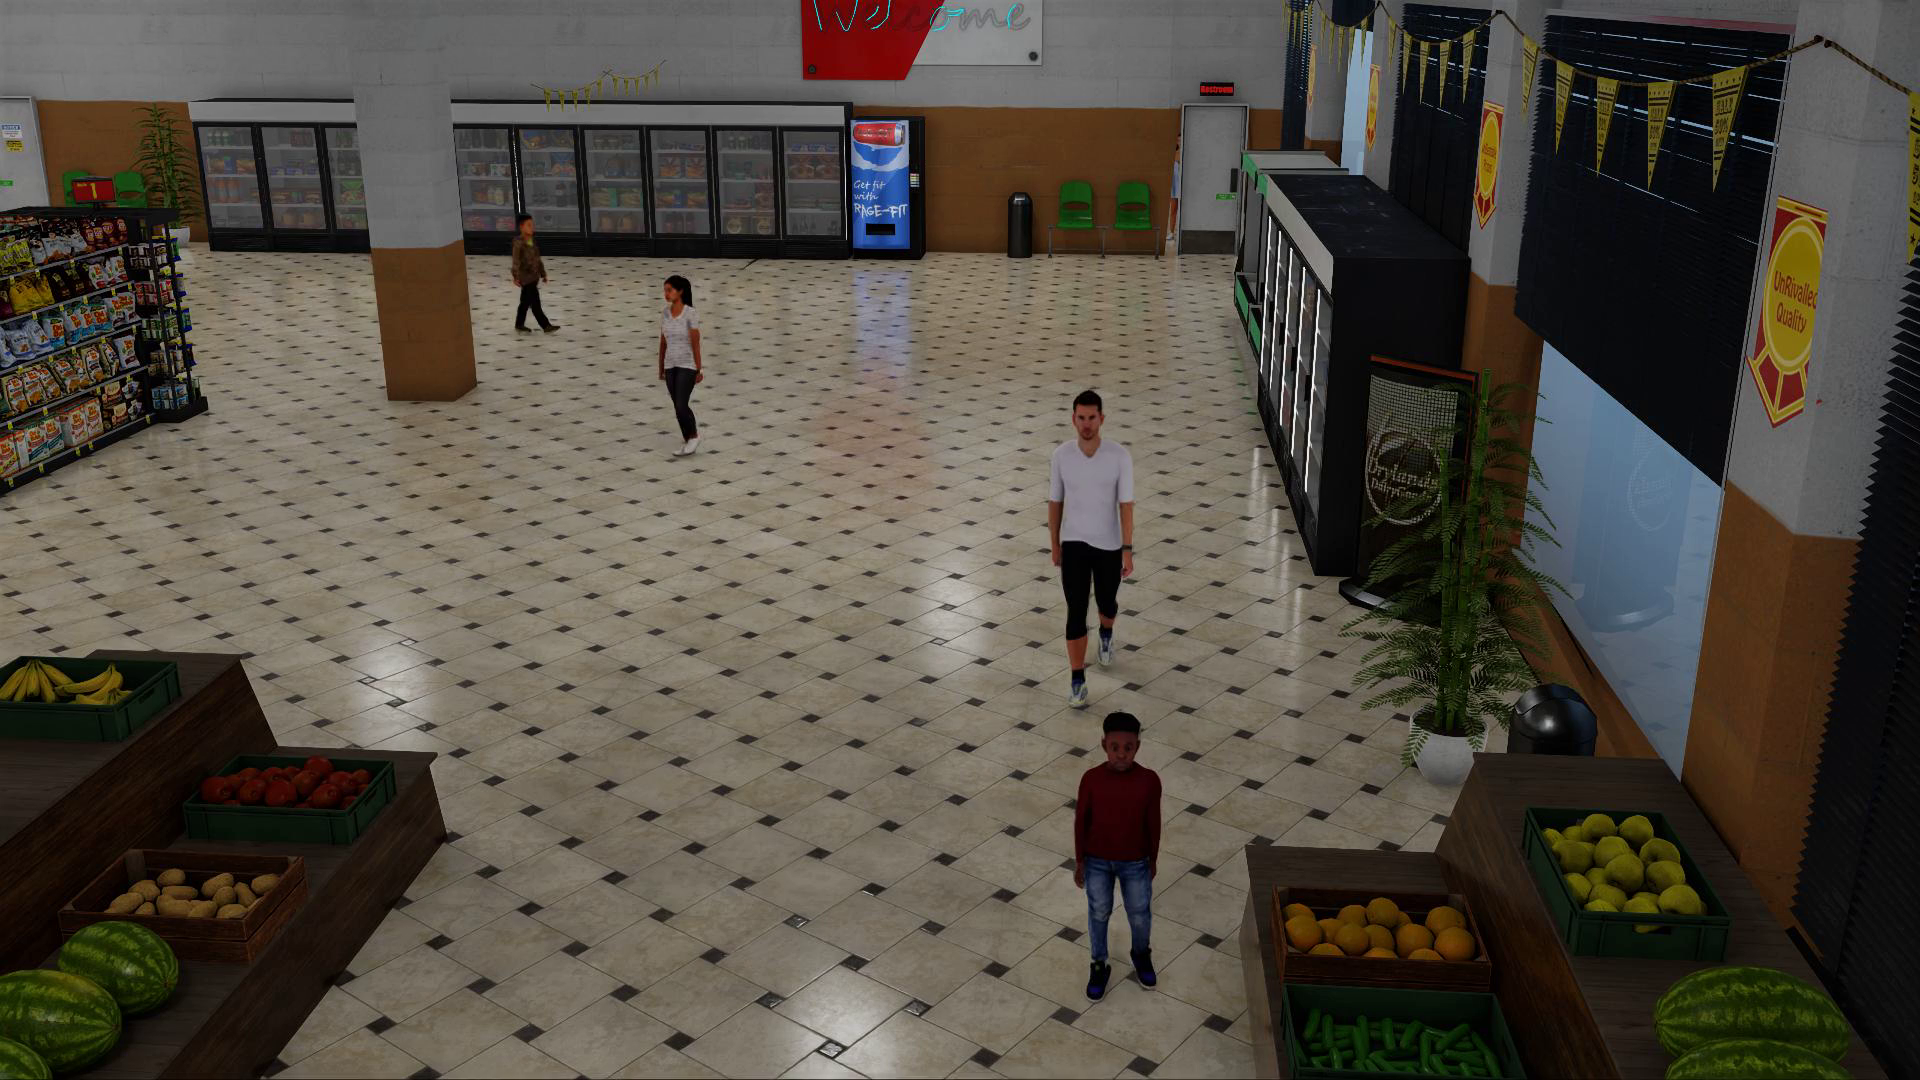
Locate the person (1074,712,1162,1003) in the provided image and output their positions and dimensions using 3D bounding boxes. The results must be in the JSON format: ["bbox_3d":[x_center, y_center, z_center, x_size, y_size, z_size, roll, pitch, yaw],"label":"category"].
[{"bbox_3d":[0.661,1.292,6.997,0.534,1.253,0.539,3,19,10],"label":"person"}]

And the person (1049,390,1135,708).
[{"bbox_3d":[0.805,0.004,9.924,0.745,1.824,1.209,3,19,8],"label":"person"}]

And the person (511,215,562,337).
[{"bbox_3d":[-5.223,-3.145,19.891,0.794,1.422,0.939,6,20,18],"label":"person"}]

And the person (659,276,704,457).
[{"bbox_3d":[-2.420,-1.544,14.813,0.687,1.635,0.722,13,22,33],"label":"person"}]
